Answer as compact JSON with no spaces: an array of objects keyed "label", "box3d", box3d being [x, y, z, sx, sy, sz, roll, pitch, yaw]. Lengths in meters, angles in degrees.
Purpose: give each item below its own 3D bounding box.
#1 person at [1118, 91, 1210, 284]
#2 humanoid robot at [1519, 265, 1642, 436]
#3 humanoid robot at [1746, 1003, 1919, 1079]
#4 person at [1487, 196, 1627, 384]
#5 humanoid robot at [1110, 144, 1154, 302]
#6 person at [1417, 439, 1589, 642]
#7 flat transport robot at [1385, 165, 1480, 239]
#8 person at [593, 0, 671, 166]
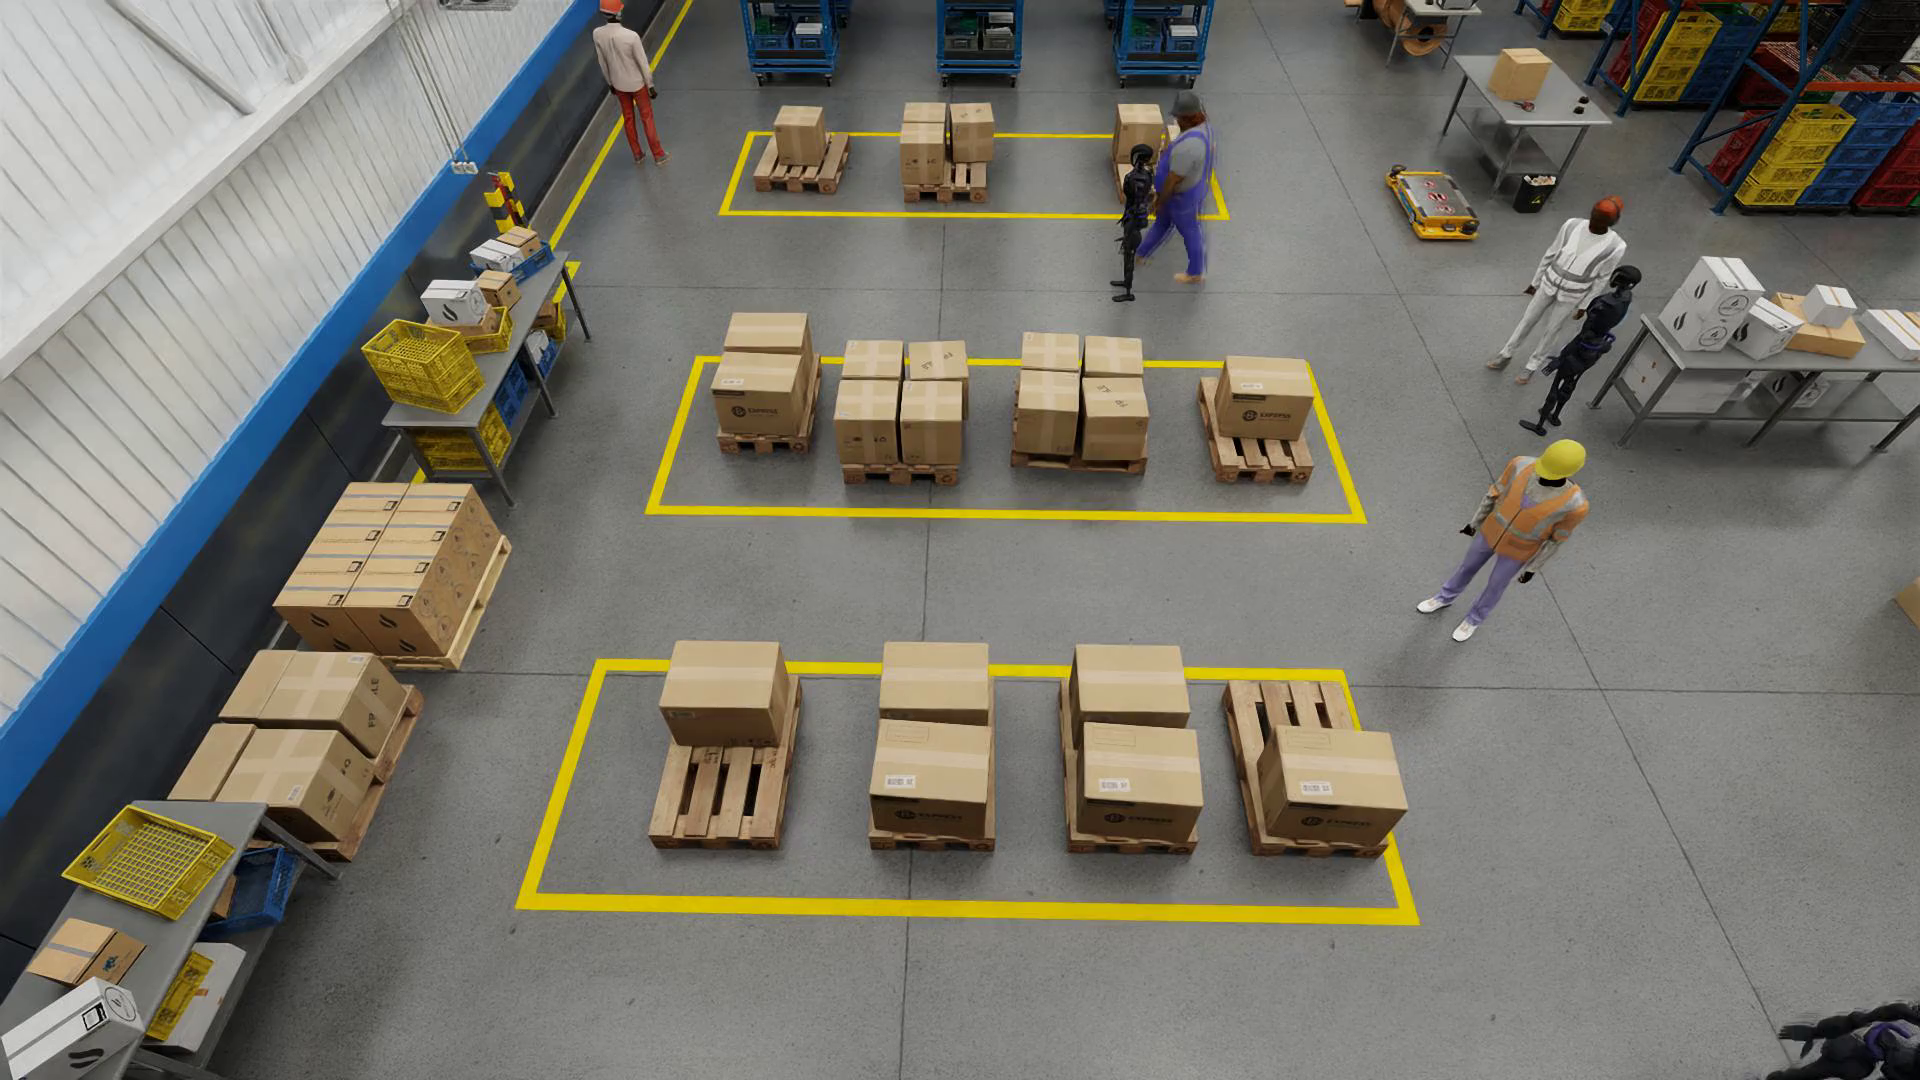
[{"label":"person","box3d":[2.252,-3.665,9.535,1.027,2.000,0.702,14,51,12]},{"label":"humanoid robot","box3d":[5.440,-1.649,8.020,0.610,1.657,0.315,-25,54,-20]},{"label":"humanoid robot","box3d":[4.387,2.553,4.387,0.371,1.650,0.628,-27,54,-21]},{"label":"person","box3d":[5.539,-2.288,8.443,0.362,1.886,0.574,-29,55,-23]},{"label":"humanoid robot","box3d":[1.748,-3.243,9.400,0.327,1.657,0.586,3,49,2]},{"label":"person","box3d":[3.838,0.008,6.436,0.378,1.917,0.585,-25,53,-20]},{"label":"flat transport robot","box3d":[5.692,-4.094,11.059,0.652,0.197,1.431,1,49,1]},{"label":"person","box3d":[-4.043,-5.610,11.248,0.621,1.993,0.381,8,50,7]}]
